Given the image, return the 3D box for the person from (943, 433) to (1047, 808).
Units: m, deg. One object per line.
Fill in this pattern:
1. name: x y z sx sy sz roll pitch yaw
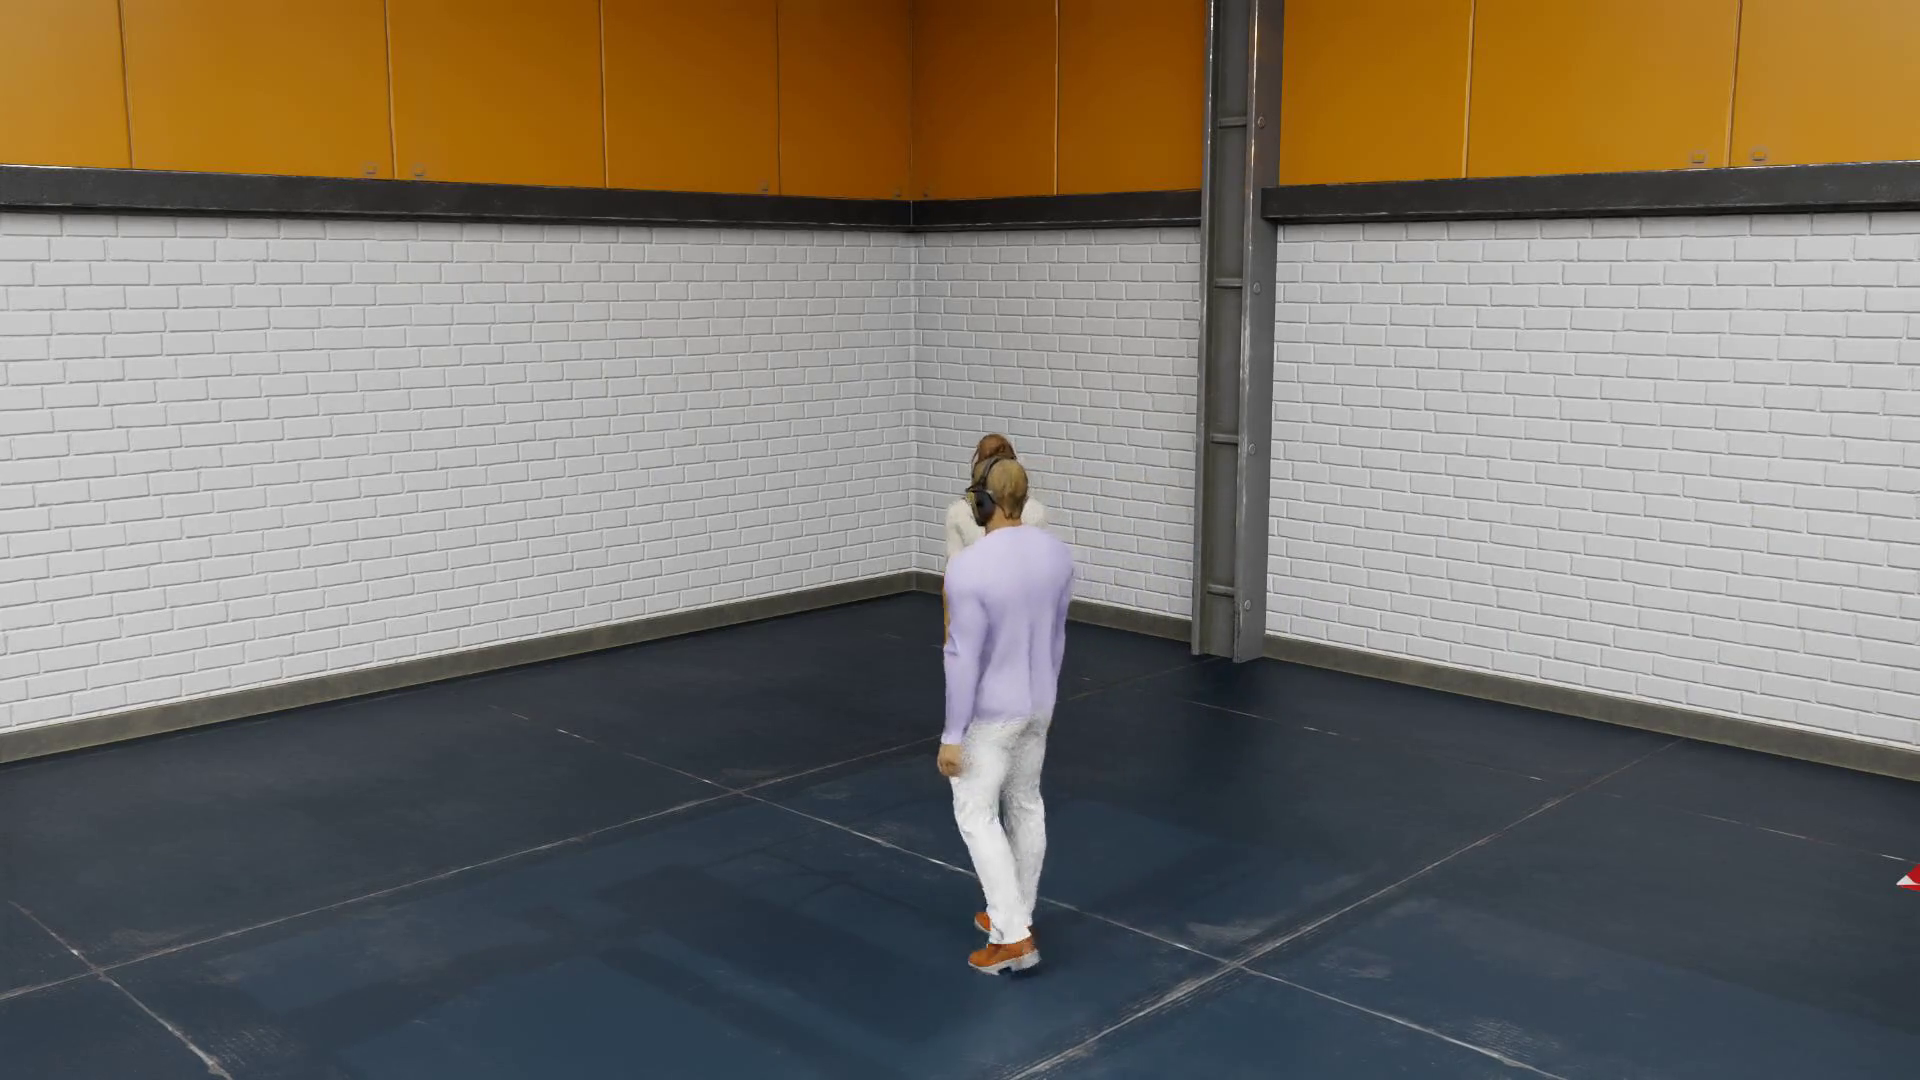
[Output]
1. person: 0.179 0.395 8.066 0.510 1.826 0.737 -2 9 -10

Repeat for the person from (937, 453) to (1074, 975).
1. person: 0.159 0.639 6.239 0.432 1.943 0.640 9 13 44
